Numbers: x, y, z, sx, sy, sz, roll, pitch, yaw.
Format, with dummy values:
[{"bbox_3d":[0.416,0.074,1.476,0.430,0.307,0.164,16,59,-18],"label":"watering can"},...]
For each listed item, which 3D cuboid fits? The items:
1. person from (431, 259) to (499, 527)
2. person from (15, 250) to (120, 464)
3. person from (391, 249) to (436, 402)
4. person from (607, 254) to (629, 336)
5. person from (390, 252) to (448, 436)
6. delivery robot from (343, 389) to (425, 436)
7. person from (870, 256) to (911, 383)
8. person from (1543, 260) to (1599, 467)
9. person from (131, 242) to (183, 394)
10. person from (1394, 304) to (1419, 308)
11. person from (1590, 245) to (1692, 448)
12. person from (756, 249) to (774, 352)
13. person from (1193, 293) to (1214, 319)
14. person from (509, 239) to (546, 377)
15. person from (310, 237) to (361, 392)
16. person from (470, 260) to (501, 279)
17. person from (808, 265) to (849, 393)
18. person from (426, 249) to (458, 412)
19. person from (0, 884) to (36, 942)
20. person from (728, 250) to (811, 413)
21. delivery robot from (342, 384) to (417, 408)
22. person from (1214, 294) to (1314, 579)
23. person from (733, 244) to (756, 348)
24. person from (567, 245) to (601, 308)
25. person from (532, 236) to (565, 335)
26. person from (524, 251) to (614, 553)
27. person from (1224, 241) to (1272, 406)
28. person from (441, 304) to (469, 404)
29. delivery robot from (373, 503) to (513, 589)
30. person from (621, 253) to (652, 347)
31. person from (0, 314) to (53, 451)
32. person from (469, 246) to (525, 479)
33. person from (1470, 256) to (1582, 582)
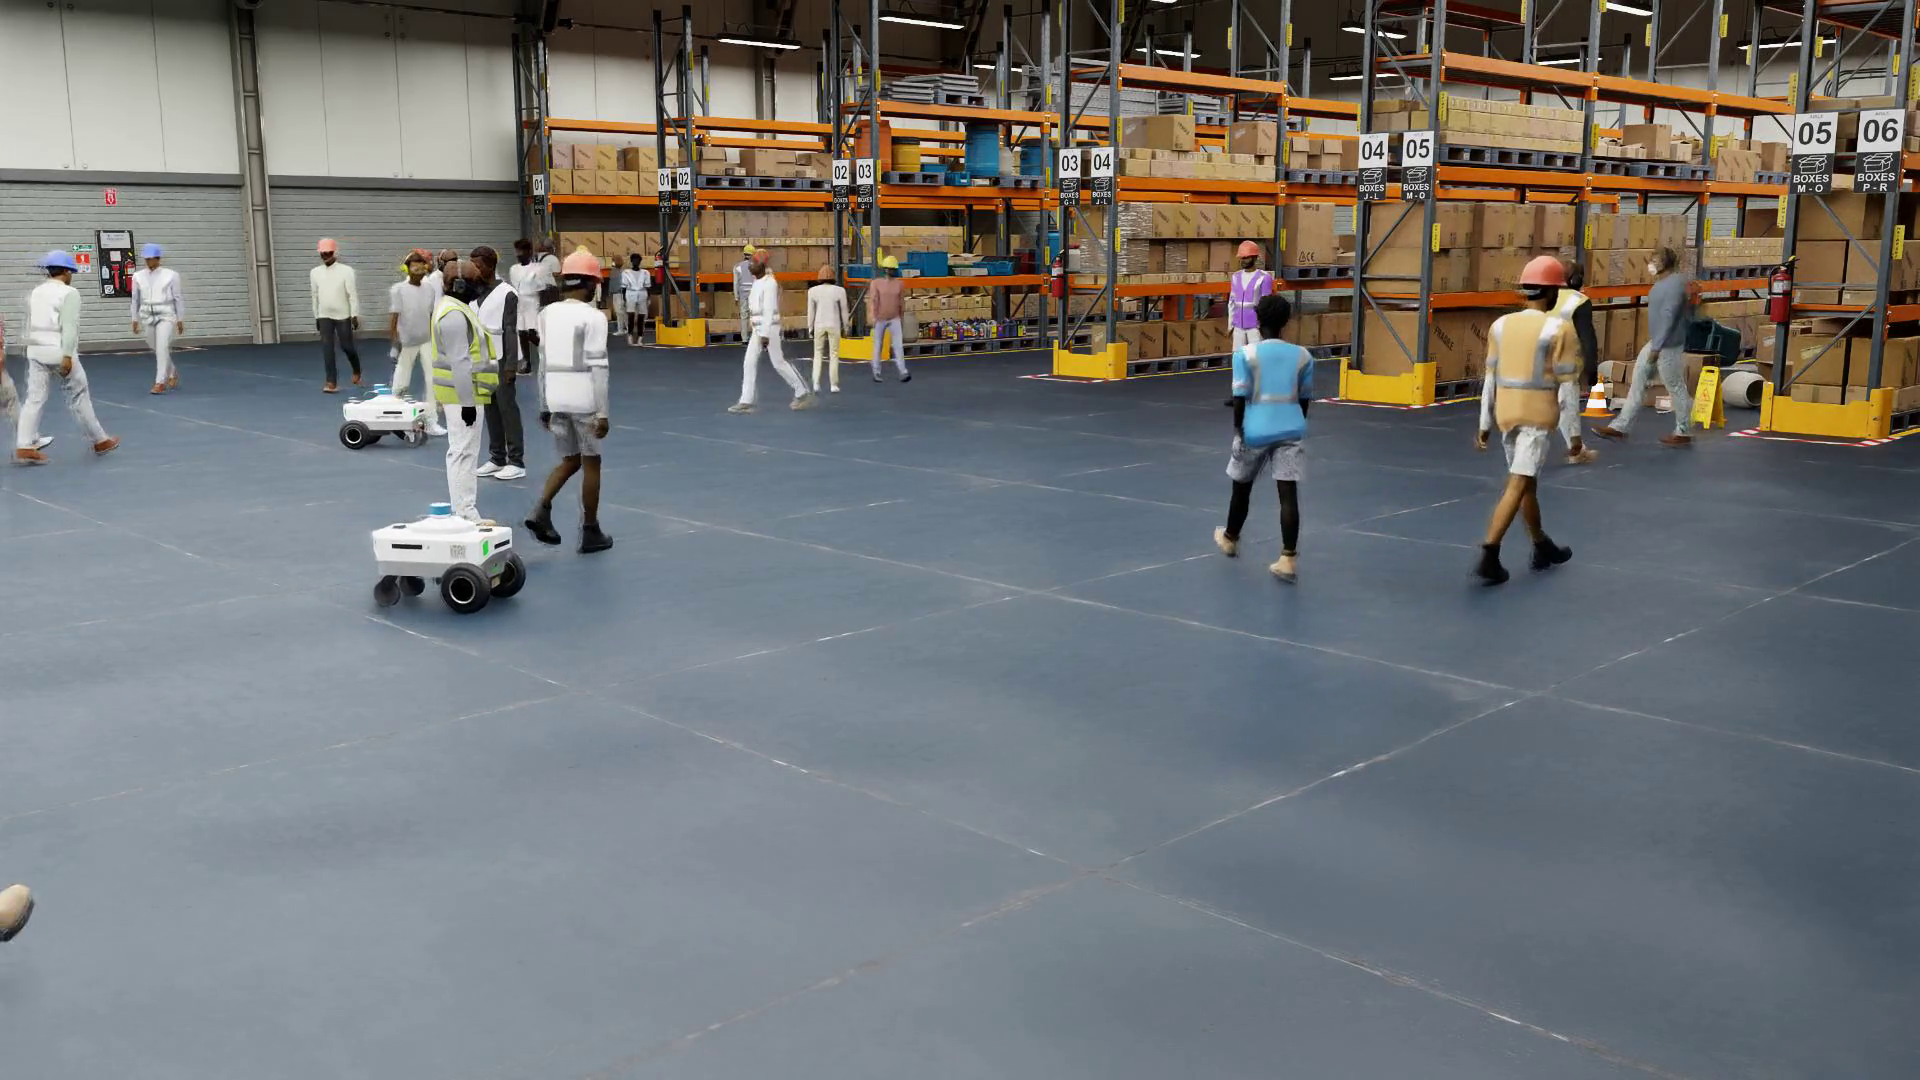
[{"bbox_3d":[-3.285,-0.937,11.081,0.429,1.844,0.623,-4,11,-20],"label":"person"},{"bbox_3d":[-8.032,-1.631,14.810,0.638,1.865,1.019,4,11,19],"label":"person"},{"bbox_3d":[-6.363,-2.510,19.690,0.961,1.841,0.644,-10,14,-43],"label":"person"},{"bbox_3d":[-6.876,-4.913,33.364,0.348,1.620,0.508,-10,14,-44],"label":"person"},{"bbox_3d":[-5.538,-1.983,16.788,0.775,1.835,0.557,9,14,40],"label":"person"},{"bbox_3d":[-5.504,-1.207,15.922,0.707,0.478,0.477,0,10,-2],"label":"delivery robot"},{"bbox_3d":[-0.974,-2.986,22.608,0.541,1.718,0.922,-4,11,-21],"label":"person"},{"bbox_3d":[5.233,-1.530,14.461,0.973,1.798,0.644,-4,11,-21],"label":"person"},{"bbox_3d":[-10.302,-2.863,21.398,0.624,1.916,0.917,0,10,-1],"label":"person"},{"bbox_3d":[7.441,-3.978,27.227,0.615,2.019,0.890,10,14,43],"label":"person"},{"bbox_3d":[6.548,-1.826,15.768,0.969,1.892,0.651,1,10,3],"label":"person"},{"bbox_3d":[-3.384,-4.138,28.739,0.329,1.767,0.529,-7,12,-32],"label":"person"},{"bbox_3d":[4.295,-4.326,29.327,0.367,1.927,0.587,-5,11,-25],"label":"person"},{"bbox_3d":[-6.176,-3.327,23.833,0.614,1.952,0.476,6,12,30],"label":"person"},{"bbox_3d":[-8.074,-2.923,21.549,0.624,1.977,0.766,1,10,3],"label":"person"},{"bbox_3d":[-6.925,-3.383,24.519,0.590,1.814,0.792,7,13,35],"label":"person"},{"bbox_3d":[-1.689,-2.702,21.290,0.512,1.633,0.326,1,10,6],"label":"person"},{"bbox_3d":[-5.850,-2.400,19.071,0.430,1.841,0.624,1,10,6],"label":"person"},{"bbox_3d":[-2.911,0.346,4.187,0.535,1.793,0.953,4,11,22],"label":"person"},{"bbox_3d":[-2.163,-2.387,19.015,0.969,1.845,0.590,-6,12,-31],"label":"person"},{"bbox_3d":[-5.712,-1.420,16.376,0.698,0.223,0.335,-5,11,-26],"label":"delivery robot"},{"bbox_3d":[1.823,-0.632,9.938,0.544,1.640,0.872,-2,11,-11],"label":"person"},{"bbox_3d":[-3.766,-4.386,29.909,0.587,1.835,0.404,0,10,2],"label":"person"},{"bbox_3d":[-6.539,-4.207,28.967,0.586,1.823,0.403,-2,11,-10],"label":"person"},{"bbox_3d":[-7.649,-4.607,30.666,0.925,2.000,0.675,-10,14,-42],"label":"person"},{"bbox_3d":[-2.465,-0.861,10.499,0.581,1.910,0.650,6,12,29],"label":"person"},{"bbox_3d":[3.362,-2.523,19.467,0.552,1.935,0.374,9,14,40],"label":"person"},{"bbox_3d":[-5.460,-2.222,18.612,0.778,1.659,0.546,-3,11,-15],"label":"person"},{"bbox_3d":[-2.836,0.040,9.123,0.707,0.478,0.477,2,11,11],"label":"delivery robot"},{"bbox_3d":[-5.802,-4.309,29.905,0.532,1.673,0.506,-4,11,-19],"label":"person"},{"bbox_3d":[-8.671,-1.527,14.951,0.511,1.593,0.861,3,11,17],"label":"person"},{"bbox_3d":[-3.861,-1.477,13.845,0.589,1.914,0.377,8,13,38],"label":"person"},{"bbox_3d":[3.343,-0.716,9.773,1.016,1.887,0.569,-7,13,-34],"label":"person"}]
